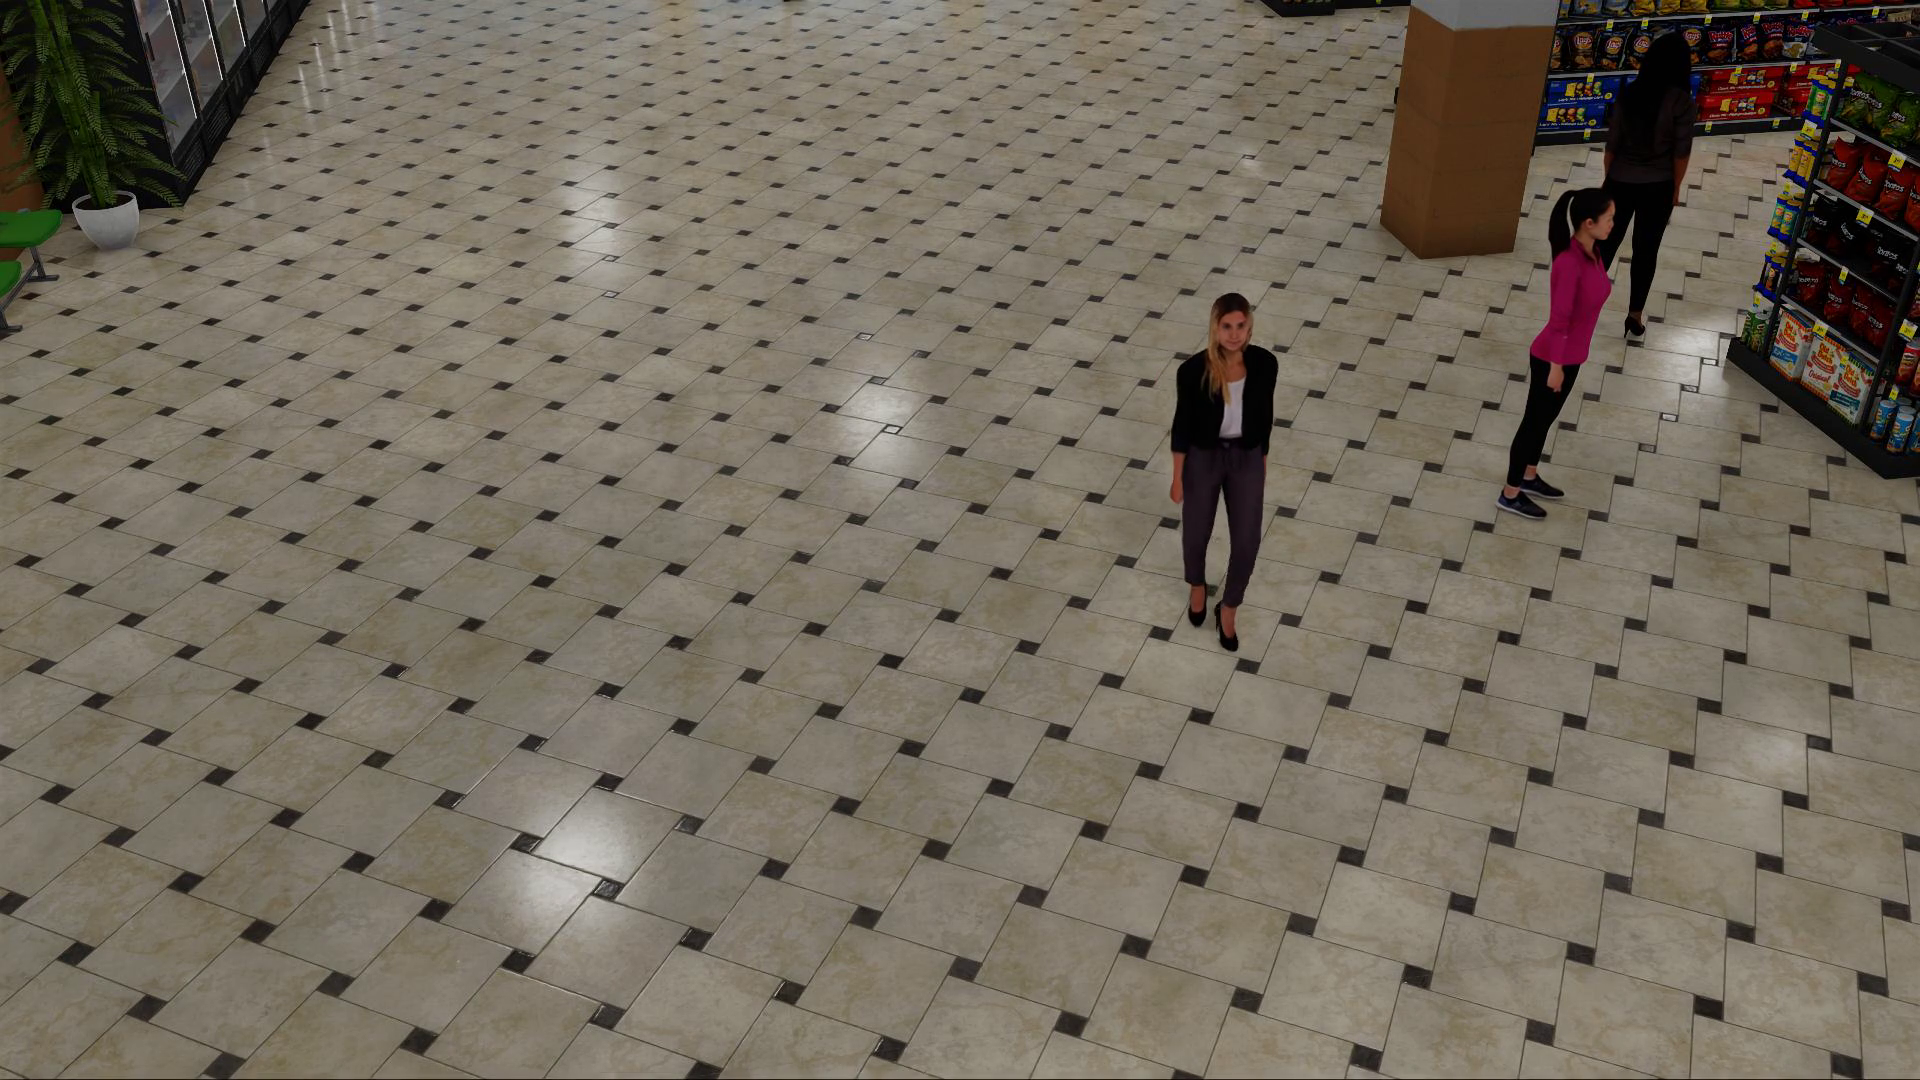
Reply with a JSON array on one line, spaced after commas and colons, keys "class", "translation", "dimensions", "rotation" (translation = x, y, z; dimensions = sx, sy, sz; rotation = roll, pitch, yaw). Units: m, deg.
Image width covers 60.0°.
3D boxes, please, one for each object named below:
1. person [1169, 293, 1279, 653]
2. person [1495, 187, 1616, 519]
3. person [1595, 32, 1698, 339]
[{"class": "person", "translation": [1.131, -0.341, 7.321], "dimensions": [0.652, 1.657, 0.713], "rotation": [-1, 32, -2]}, {"class": "person", "translation": [2.943, -0.924, 8.217], "dimensions": [0.730, 1.700, 0.673], "rotation": [19, 37, 28]}, {"class": "person", "translation": [4.079, -2.110, 9.990], "dimensions": [0.748, 1.842, 0.800], "rotation": [22, 38, 31]}]
